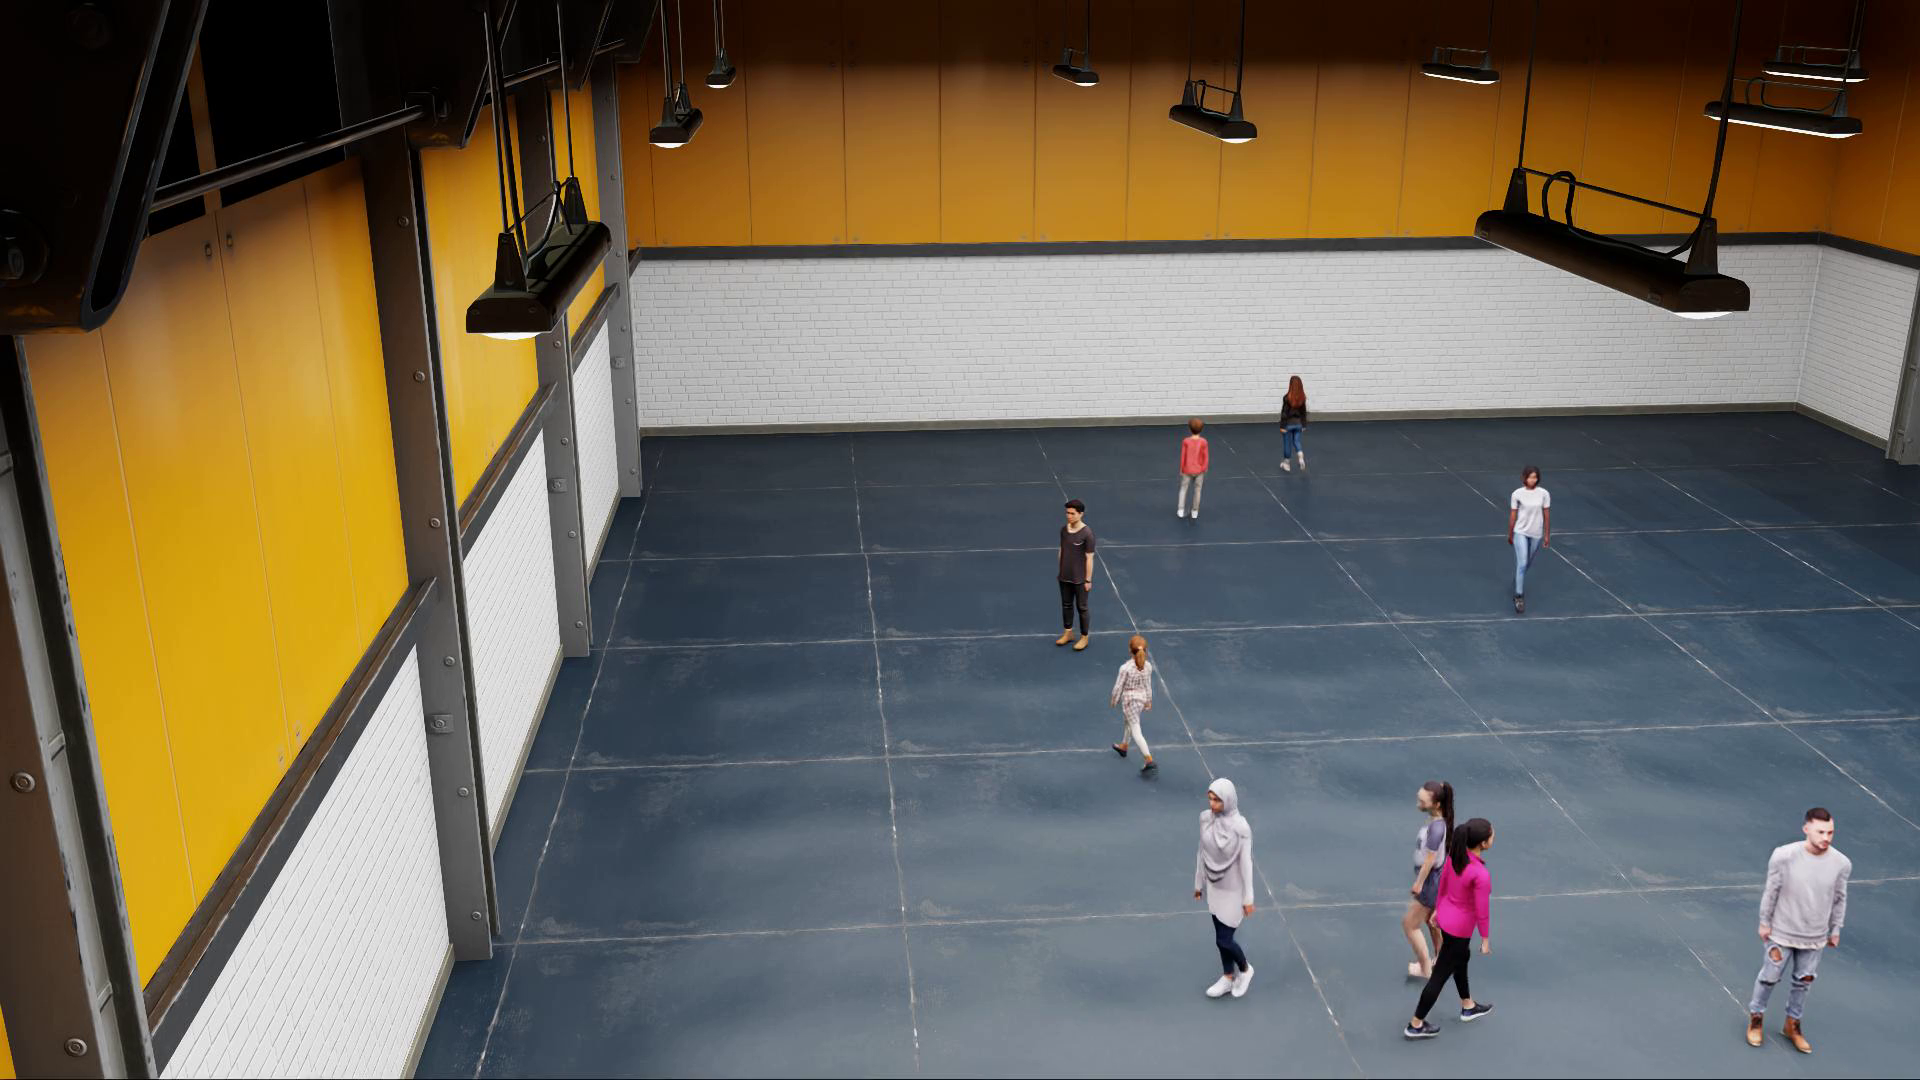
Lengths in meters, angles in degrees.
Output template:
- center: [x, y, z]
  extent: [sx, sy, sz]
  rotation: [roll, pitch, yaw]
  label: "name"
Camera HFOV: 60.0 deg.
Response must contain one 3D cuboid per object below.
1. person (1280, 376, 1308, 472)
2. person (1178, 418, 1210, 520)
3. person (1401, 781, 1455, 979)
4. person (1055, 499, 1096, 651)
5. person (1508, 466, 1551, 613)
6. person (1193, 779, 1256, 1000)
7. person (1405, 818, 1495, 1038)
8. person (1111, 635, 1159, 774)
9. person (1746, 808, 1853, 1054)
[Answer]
- center: [5.019, -1.724, 24.921]
  extent: [0.647, 1.473, 0.777]
  rotation: [-6, 19, -17]
  label: "person"
- center: [3.205, -0.968, 22.770]
  extent: [0.593, 1.414, 0.600]
  rotation: [2, 19, 7]
  label: "person"
- center: [3.481, 2.516, 12.094]
  extent: [0.757, 1.623, 0.645]
  rotation: [10, 21, 28]
  label: "person"
- center: [1.274, 0.358, 18.366]
  extent: [0.679, 1.711, 0.751]
  rotation: [17, 25, 41]
  label: "person"
- center: [6.694, -0.056, 19.641]
  extent: [0.709, 1.682, 1.164]
  rotation: [1, 19, 3]
  label: "person"
- center: [1.980, 2.491, 11.957]
  extent: [0.823, 1.760, 0.748]
  rotation: [-13, 22, -33]
  label: "person"
- center: [3.347, 2.698, 11.489]
  extent: [0.750, 1.664, 0.933]
  rotation: [-5, 19, -14]
  label: "person"
- center: [1.662, 1.547, 15.511]
  extent: [0.804, 1.279, 1.029]
  rotation: [-12, 22, -31]
  label: "person"
- center: [5.729, 2.642, 11.390]
  extent: [0.746, 1.834, 0.665]
  rotation: [4, 19, 12]
  label: "person"
